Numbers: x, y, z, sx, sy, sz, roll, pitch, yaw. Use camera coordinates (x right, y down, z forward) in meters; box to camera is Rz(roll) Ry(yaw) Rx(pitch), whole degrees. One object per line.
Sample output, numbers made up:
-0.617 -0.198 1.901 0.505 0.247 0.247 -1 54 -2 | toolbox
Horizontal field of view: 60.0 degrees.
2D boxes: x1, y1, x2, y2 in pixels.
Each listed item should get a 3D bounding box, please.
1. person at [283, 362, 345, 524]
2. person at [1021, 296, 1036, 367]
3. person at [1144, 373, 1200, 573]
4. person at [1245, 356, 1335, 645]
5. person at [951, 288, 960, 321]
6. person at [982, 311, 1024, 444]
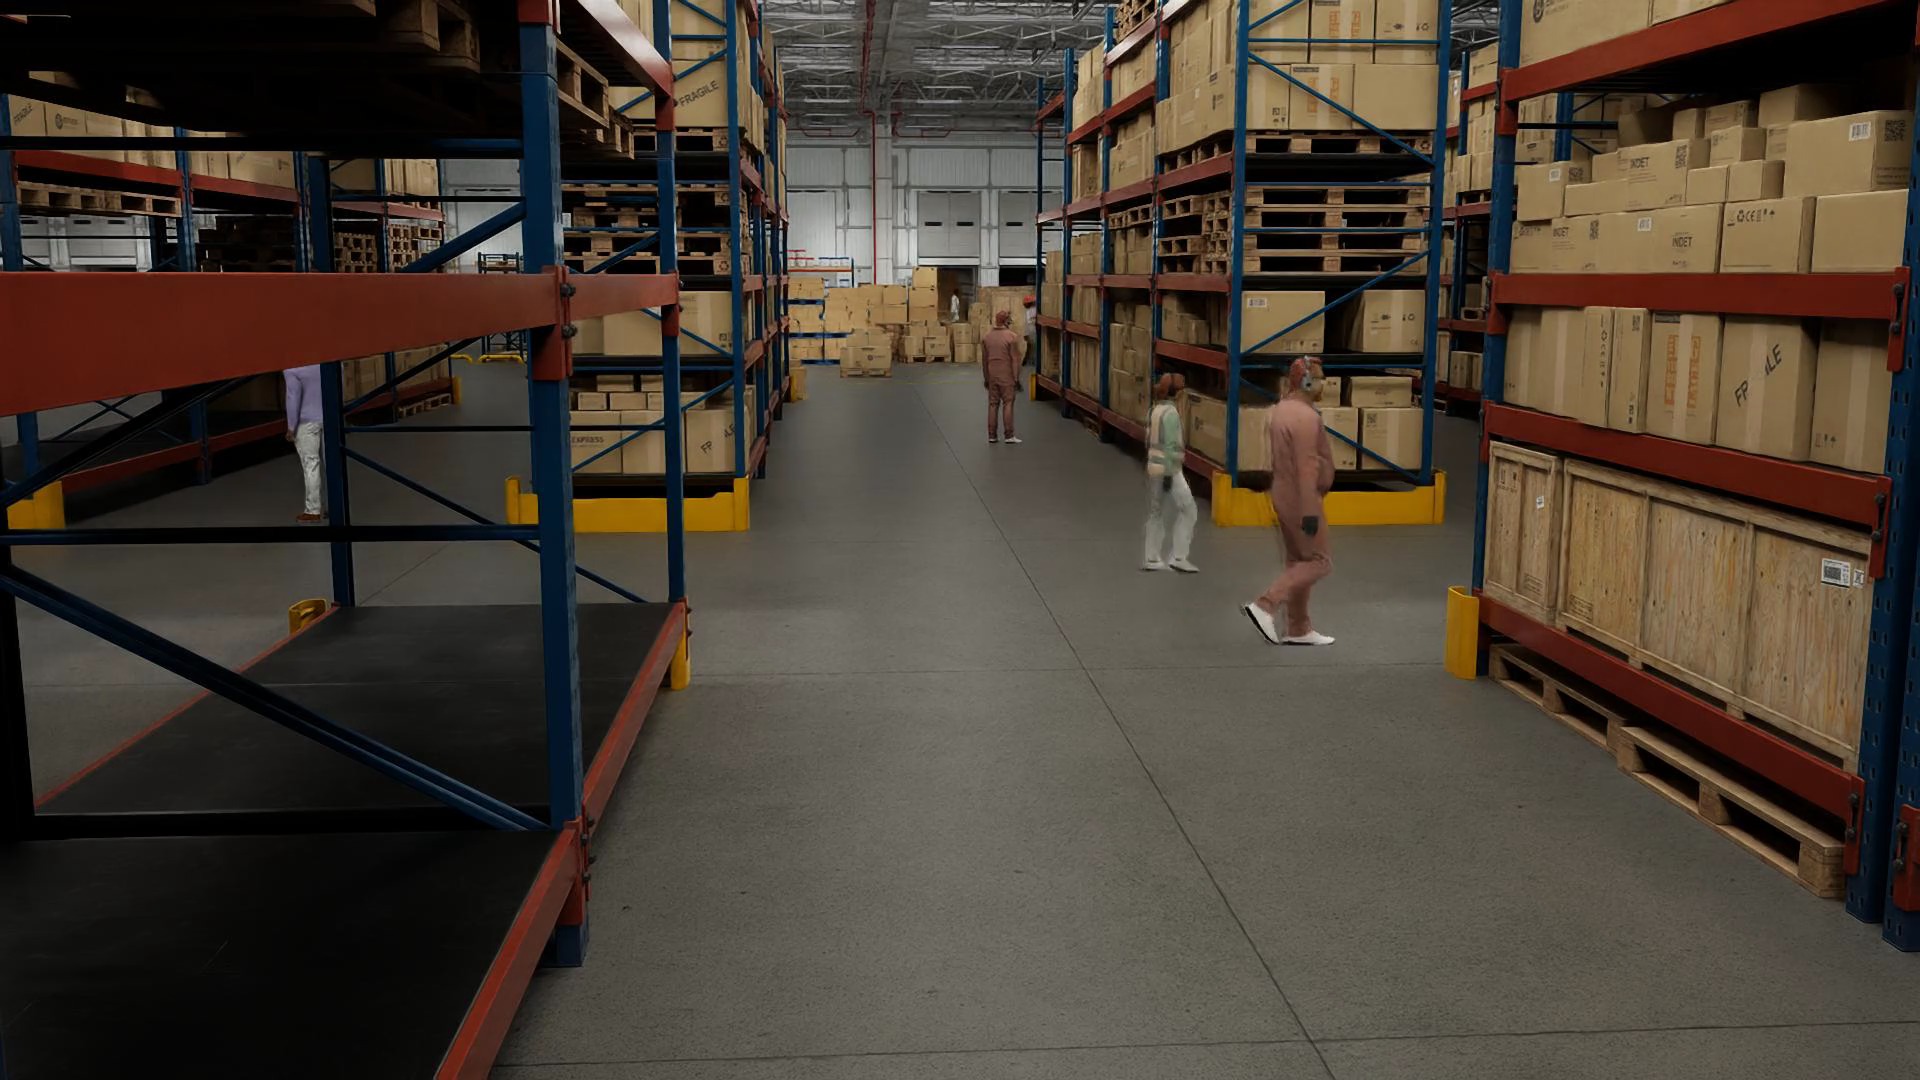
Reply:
-6.268 -1.129 16.166 0.368 1.939 0.633 6 11 33 | person
1.888 -5.464 43.642 1.030 1.851 0.550 2 9 14 | person
1.744 -0.534 13.430 0.541 1.624 0.518 -2 9 -10 | person
2.159 -0.233 10.666 0.515 1.895 0.663 0 9 -1 | person
-0.160 -9.421 68.430 0.413 1.873 0.614 2 9 13 | person
0.622 -2.325 23.835 0.686 1.900 0.401 7 12 39 | person
